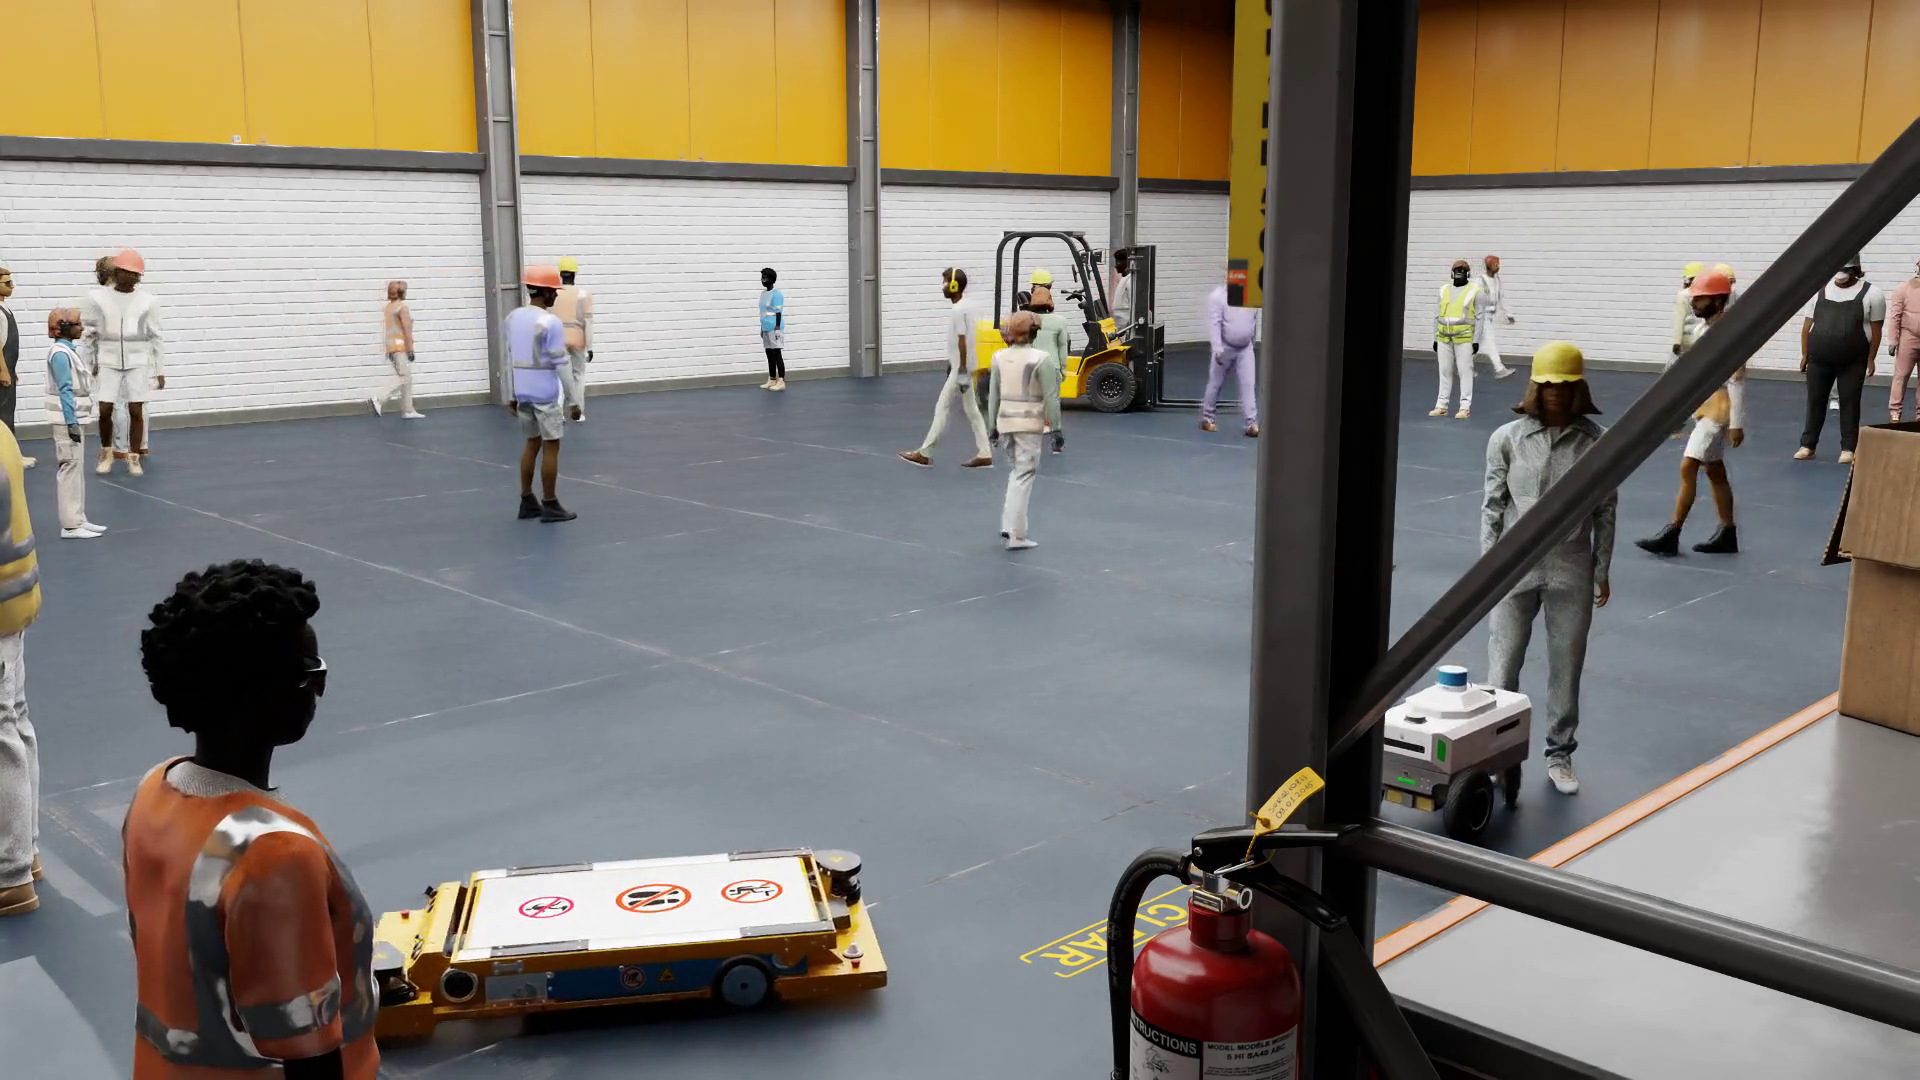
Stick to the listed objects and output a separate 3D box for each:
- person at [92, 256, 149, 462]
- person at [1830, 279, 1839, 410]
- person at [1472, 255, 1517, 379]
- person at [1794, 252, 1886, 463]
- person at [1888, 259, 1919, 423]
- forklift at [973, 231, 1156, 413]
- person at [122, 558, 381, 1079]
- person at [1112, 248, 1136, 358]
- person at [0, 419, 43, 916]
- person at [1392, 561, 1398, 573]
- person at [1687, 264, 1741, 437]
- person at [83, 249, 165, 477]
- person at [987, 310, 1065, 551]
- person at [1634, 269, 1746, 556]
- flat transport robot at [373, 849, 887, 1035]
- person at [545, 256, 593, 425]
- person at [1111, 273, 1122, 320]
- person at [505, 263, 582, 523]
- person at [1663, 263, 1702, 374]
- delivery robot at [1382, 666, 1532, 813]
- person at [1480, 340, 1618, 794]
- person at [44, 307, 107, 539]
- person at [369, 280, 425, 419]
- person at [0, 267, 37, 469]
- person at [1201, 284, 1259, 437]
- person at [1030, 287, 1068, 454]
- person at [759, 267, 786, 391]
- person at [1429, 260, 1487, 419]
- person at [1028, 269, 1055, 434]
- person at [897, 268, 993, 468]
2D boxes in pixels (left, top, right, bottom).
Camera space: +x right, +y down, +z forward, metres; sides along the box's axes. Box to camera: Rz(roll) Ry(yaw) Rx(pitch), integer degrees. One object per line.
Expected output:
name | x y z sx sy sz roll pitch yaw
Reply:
person | -7.960 -1.706 15.724 0.372 1.940 0.632 2 11 12
person | 10.778 -2.553 20.396 0.605 1.916 0.421 5 12 27
person | 7.915 -3.328 24.868 0.586 1.822 1.012 -10 14 -43
person | 8.250 -1.741 15.639 0.688 2.000 0.536 9 14 41
person | 10.784 -2.231 18.674 0.654 1.906 0.407 2 11 10
forklift | 1.222 -2.721 20.561 2.313 2.155 1.214 2 11 13
person | -0.986 0.865 2.368 0.318 1.697 0.535 -10 14 -44
person | 2.175 -2.824 21.751 0.368 1.963 0.609 -1 10 -6
person | -3.121 0.271 5.208 0.430 1.845 0.619 -4 11 -21
person | 2.349 -0.642 10.220 0.968 1.846 0.582 -8 13 -36
person | 7.963 -1.982 17.517 0.590 1.833 0.404 -6 12 -29
person | -7.411 -1.550 14.757 0.698 1.991 0.481 -5 11 -23
person | 0.453 -0.742 11.333 0.530 1.626 0.464 10 14 44
person | 4.881 -0.835 11.072 0.876 1.900 0.567 0 10 1
flat transport robot | -0.965 1.132 4.799 1.431 0.197 0.652 -2 11 -11
person | -4.421 -2.236 18.724 0.594 1.898 0.828 0 10 -2
person | 2.787 -3.692 26.754 0.668 1.867 0.501 3 11 18
person | -3.098 -1.082 12.359 0.592 1.923 0.408 8 13 36
person | 8.817 -2.467 20.277 0.621 1.792 0.829 -4 11 -22
delivery robot | 1.798 0.705 6.101 0.477 0.478 0.707 10 14 44
person | 2.236 0.111 6.351 0.492 1.742 0.319 3 11 15
person | -6.287 -0.824 11.761 0.313 1.632 0.518 -4 11 -22
person | -6.513 -2.179 19.152 0.610 1.619 0.525 -8 13 -38
person | -8.748 -1.571 15.246 0.345 1.846 0.507 -5 11 -24
person | 2.914 -2.046 17.836 0.644 1.861 0.988 -3 11 -17
person | 0.804 -1.648 16.242 0.498 1.633 0.278 -1 10 -7
person | -2.604 -2.910 22.970 0.319 1.691 0.535 -7 12 -32
person | 5.806 -2.344 19.463 0.628 1.847 0.429 10 15 44
person | 0.885 -2.021 17.913 0.322 1.769 0.523 0 10 -1
person | -0.117 -1.560 15.238 0.911 1.827 0.536 2 11 11
